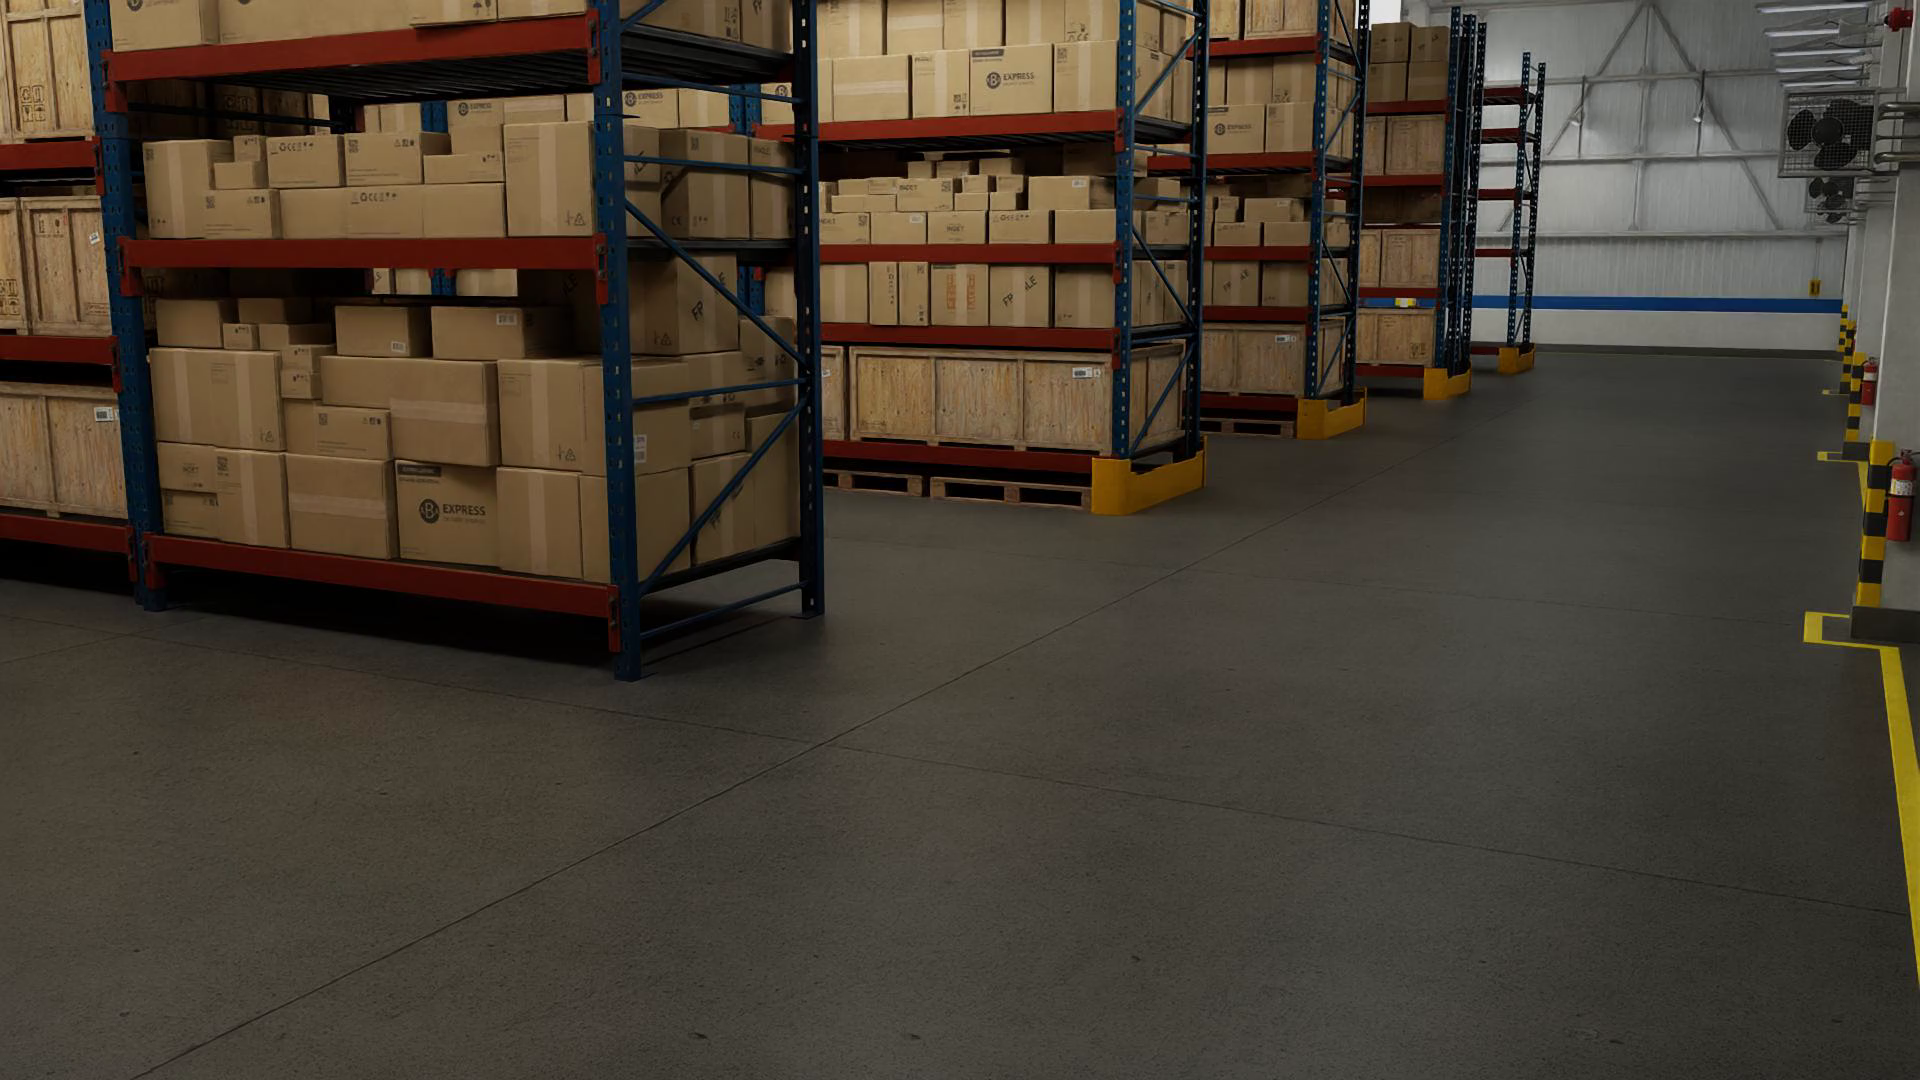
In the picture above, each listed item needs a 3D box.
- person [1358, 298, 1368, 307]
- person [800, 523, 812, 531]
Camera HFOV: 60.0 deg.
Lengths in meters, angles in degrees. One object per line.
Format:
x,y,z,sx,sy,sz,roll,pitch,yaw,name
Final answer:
7.759,-4.309,32.965,0.624,1.930,0.379,1,10,7,person
-1.653,-0.928,13.803,0.923,1.789,0.599,0,10,-2,person
